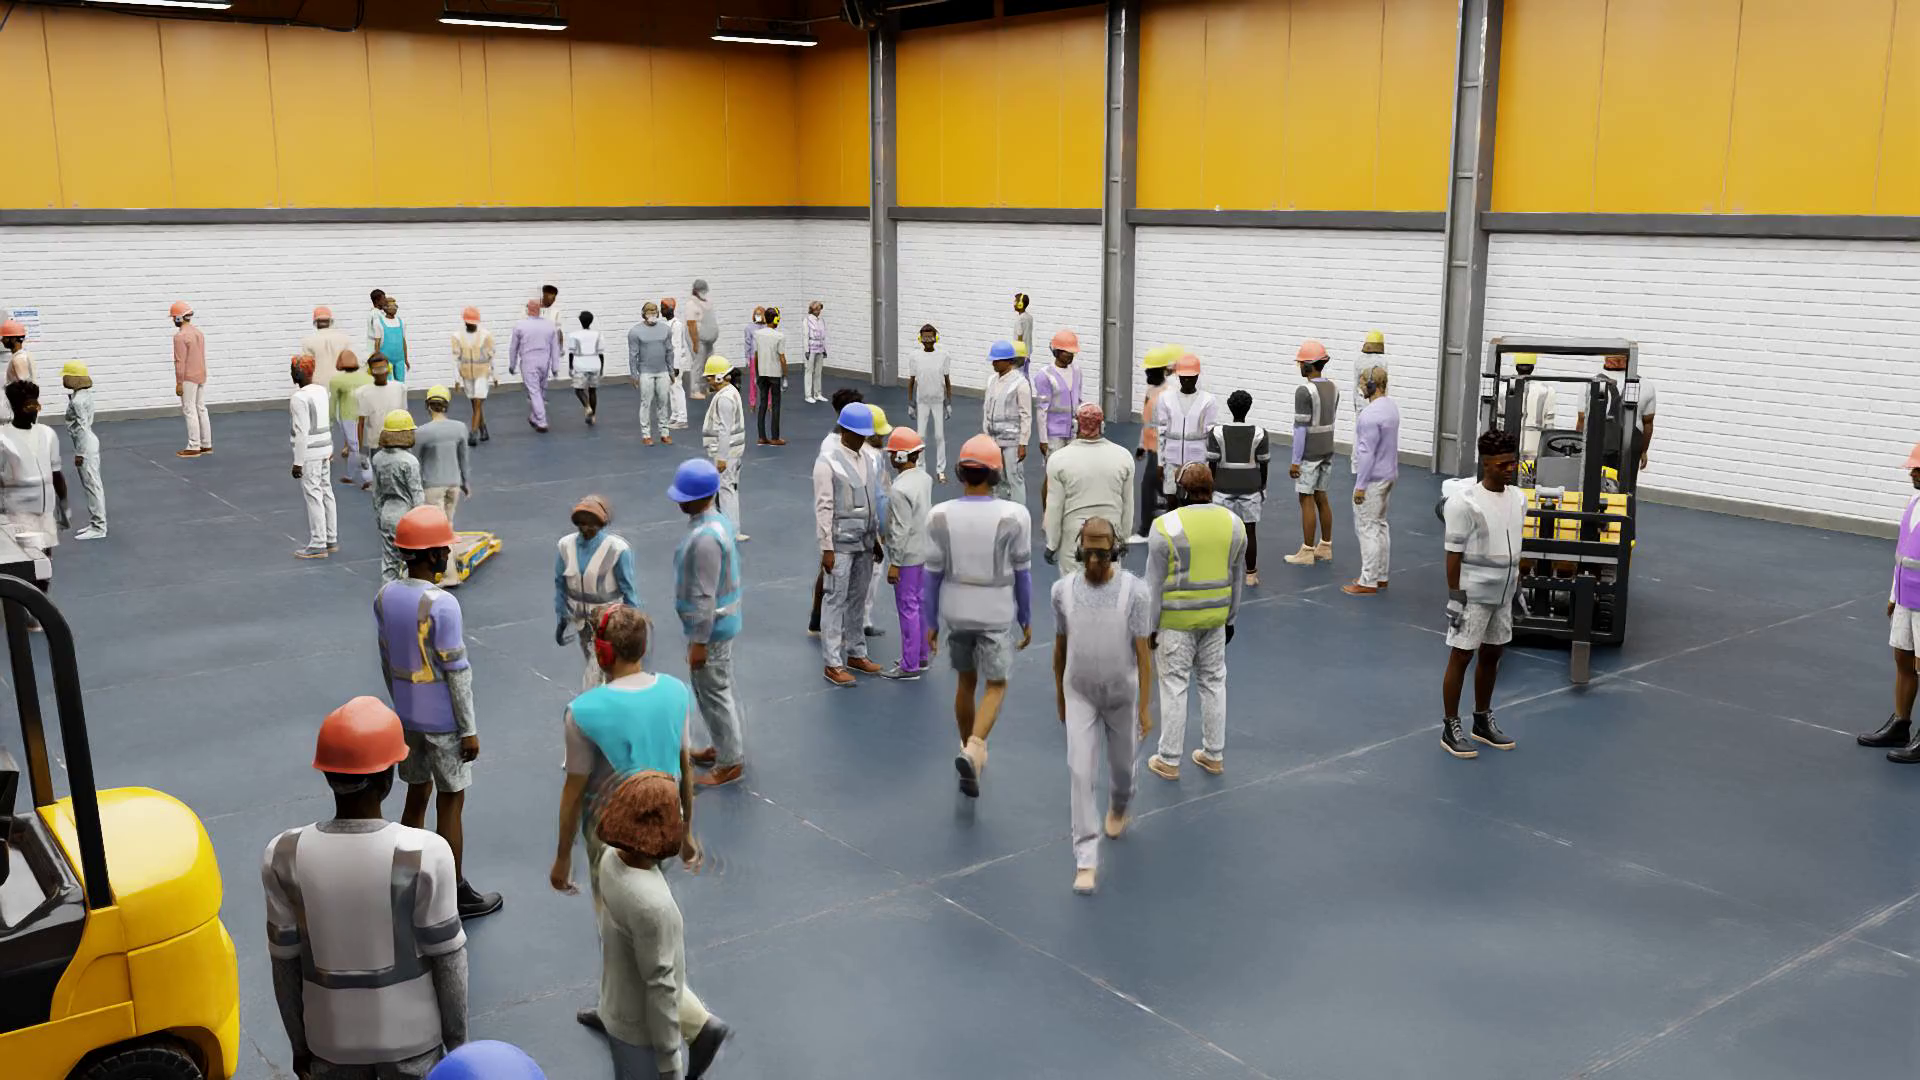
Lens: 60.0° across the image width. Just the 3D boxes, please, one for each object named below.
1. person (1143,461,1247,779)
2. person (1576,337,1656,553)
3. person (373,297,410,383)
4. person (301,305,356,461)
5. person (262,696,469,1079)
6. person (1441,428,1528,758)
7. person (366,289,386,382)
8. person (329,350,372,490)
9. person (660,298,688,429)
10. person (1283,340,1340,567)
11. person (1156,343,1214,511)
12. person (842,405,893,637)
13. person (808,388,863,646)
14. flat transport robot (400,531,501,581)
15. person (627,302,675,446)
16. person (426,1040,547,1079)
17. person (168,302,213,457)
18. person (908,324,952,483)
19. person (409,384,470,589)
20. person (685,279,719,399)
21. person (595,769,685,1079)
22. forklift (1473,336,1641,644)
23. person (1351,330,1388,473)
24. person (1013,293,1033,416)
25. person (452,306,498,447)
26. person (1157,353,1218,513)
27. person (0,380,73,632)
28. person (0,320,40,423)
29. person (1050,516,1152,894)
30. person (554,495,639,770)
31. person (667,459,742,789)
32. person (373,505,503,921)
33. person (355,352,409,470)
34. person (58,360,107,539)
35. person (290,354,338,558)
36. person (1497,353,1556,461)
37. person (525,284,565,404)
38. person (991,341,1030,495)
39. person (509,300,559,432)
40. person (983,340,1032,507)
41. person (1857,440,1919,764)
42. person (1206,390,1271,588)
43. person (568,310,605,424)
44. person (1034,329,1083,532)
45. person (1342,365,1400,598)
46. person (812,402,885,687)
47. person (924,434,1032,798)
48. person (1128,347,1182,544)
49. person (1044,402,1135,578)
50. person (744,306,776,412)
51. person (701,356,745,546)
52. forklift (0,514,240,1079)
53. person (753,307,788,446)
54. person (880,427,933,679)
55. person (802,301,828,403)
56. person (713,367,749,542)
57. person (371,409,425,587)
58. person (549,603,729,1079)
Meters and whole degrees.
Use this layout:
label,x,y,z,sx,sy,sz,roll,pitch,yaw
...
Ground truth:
label,x,y,z,sx,sy,sz,roll,pitch,yaw
person,1.324,0.458,9.543,0.619,1.836,0.431,-5,13,-24
person,6.034,-0.867,15.425,0.688,2.000,0.536,2,12,9
person,-8.359,-2.651,24.512,0.345,1.847,0.506,11,16,43
person,-7.856,-1.948,20.802,0.625,1.974,0.668,-8,14,-34
person,-1.666,1.391,4.767,0.545,1.938,0.361,0,12,-1
person,3.140,0.308,9.928,0.603,1.967,0.366,-6,13,-27
person,-8.810,-2.839,25.241,0.392,1.920,0.589,-5,13,-23
person,-6.915,-1.368,18.937,0.846,1.590,0.513,9,15,38
person,-4.122,-2.539,23.905,0.343,1.876,0.579,-6,13,-26
person,3.167,-0.783,15.053,0.417,2.035,0.606,11,16,41
person,2.351,-1.151,17.386,0.798,1.799,0.598,9,15,38
person,-0.717,-0.143,12.599,0.408,1.801,0.688,-4,12,-19
person,-0.936,-0.188,12.444,0.501,1.926,0.652,2,12,8
flat transport robot,-4.623,0.128,14.912,0.652,0.197,1.431,0,12,-1
person,-4.111,-2.216,22.229,0.636,1.928,0.384,-8,14,-34
person,-0.754,1.775,2.881,0.605,1.951,0.380,-11,16,-42
person,-9.879,-2.056,21.318,0.412,1.982,0.623,1,12,3
person,-0.345,-1.582,19.325,0.511,1.861,0.324,0,12,-1
person,-4.443,-0.452,14.168,0.576,1.737,0.569,9,15,38
person,-4.228,-3.327,27.303,0.556,2.000,0.730,4,12,18
person,-0.955,1.485,5.074,0.272,1.627,0.502,-6,13,-25
forklift,4.683,-0.471,13.136,1.214,2.155,2.313,4,12,20
person,4.923,-1.641,19.913,0.321,1.737,0.487,-8,14,-35
person,0.920,-2.774,25.038,0.324,1.876,0.526,5,13,23
person,-6.508,-2.207,22.336,0.557,1.863,0.995,0,12,-2
person,2.040,-0.727,15.034,0.540,1.929,0.384,4,12,17
person,-7.046,-0.245,12.629,0.423,1.951,0.643,4,12,18
person,-10.564,-1.500,18.731,0.358,1.938,0.542,-5,13,-24
person,0.706,0.747,8.198,0.523,1.822,0.879,3,12,13
person,-2.133,0.497,9.933,0.535,1.592,0.842,6,13,26
person,-1.422,0.471,9.301,0.399,1.910,0.665,-2,12,-11
person,-2.408,0.798,7.634,0.544,1.939,0.354,8,14,33
person,-5.485,-0.880,15.943,0.550,1.847,0.590,-7,14,-32
person,-8.555,-0.884,16.221,0.290,1.746,0.486,-5,13,-21
person,-5.991,-0.773,15.354,0.356,1.882,0.574,1,12,4
person,5.278,-0.860,15.662,0.585,1.929,0.363,4,12,20
person,-6.650,-3.116,26.553,0.553,1.922,0.623,10,16,41
person,0.518,-1.323,18.341,0.537,1.742,0.556,-6,13,-27
person,-6.065,-2.480,23.685,0.637,1.867,0.995,-9,14,-36
person,0.432,-0.971,16.154,0.405,1.943,0.614,-9,15,-38
person,5.649,0.350,9.797,0.362,1.938,0.545,0,12,-2
person,2.357,-0.430,14.142,0.541,1.696,0.315,1,12,7
person,-5.393,-2.490,24.129,0.538,1.679,0.568,-7,13,-29
person,1.008,-1.059,16.390,0.611,2.030,0.410,-11,16,-43
person,3.464,-0.492,13.900,0.367,1.926,0.637,7,14,31
person,-0.745,0.018,11.401,0.403,1.937,0.604,8,14,35
person,0.079,0.428,9.246,0.607,2.015,0.788,4,12,17
person,1.991,-0.906,15.965,0.817,1.903,0.594,-2,12,-8
person,0.891,-0.011,11.613,0.639,1.911,0.402,-2,12,-11
person,-3.080,-2.801,25.751,0.501,1.631,0.287,-3,12,-12
person,-2.254,-0.848,15.883,0.403,1.817,0.605,-1,12,-5
forklift,-3.687,1.115,5.480,2.313,2.155,1.214,-9,15,-36
person,-2.521,-2.177,22.213,0.527,1.857,0.343,6,13,26
person,-0.377,0.088,11.507,0.330,1.751,0.565,3,12,16
person,-2.350,-3.044,26.910,0.308,1.640,0.511,8,14,33
person,-2.231,-0.830,16.083,0.318,1.694,0.539,-5,13,-21
person,-4.182,-0.115,12.511,0.493,1.743,0.312,7,14,30
person,-1.213,1.136,6.313,0.826,1.810,0.577,7,14,31
